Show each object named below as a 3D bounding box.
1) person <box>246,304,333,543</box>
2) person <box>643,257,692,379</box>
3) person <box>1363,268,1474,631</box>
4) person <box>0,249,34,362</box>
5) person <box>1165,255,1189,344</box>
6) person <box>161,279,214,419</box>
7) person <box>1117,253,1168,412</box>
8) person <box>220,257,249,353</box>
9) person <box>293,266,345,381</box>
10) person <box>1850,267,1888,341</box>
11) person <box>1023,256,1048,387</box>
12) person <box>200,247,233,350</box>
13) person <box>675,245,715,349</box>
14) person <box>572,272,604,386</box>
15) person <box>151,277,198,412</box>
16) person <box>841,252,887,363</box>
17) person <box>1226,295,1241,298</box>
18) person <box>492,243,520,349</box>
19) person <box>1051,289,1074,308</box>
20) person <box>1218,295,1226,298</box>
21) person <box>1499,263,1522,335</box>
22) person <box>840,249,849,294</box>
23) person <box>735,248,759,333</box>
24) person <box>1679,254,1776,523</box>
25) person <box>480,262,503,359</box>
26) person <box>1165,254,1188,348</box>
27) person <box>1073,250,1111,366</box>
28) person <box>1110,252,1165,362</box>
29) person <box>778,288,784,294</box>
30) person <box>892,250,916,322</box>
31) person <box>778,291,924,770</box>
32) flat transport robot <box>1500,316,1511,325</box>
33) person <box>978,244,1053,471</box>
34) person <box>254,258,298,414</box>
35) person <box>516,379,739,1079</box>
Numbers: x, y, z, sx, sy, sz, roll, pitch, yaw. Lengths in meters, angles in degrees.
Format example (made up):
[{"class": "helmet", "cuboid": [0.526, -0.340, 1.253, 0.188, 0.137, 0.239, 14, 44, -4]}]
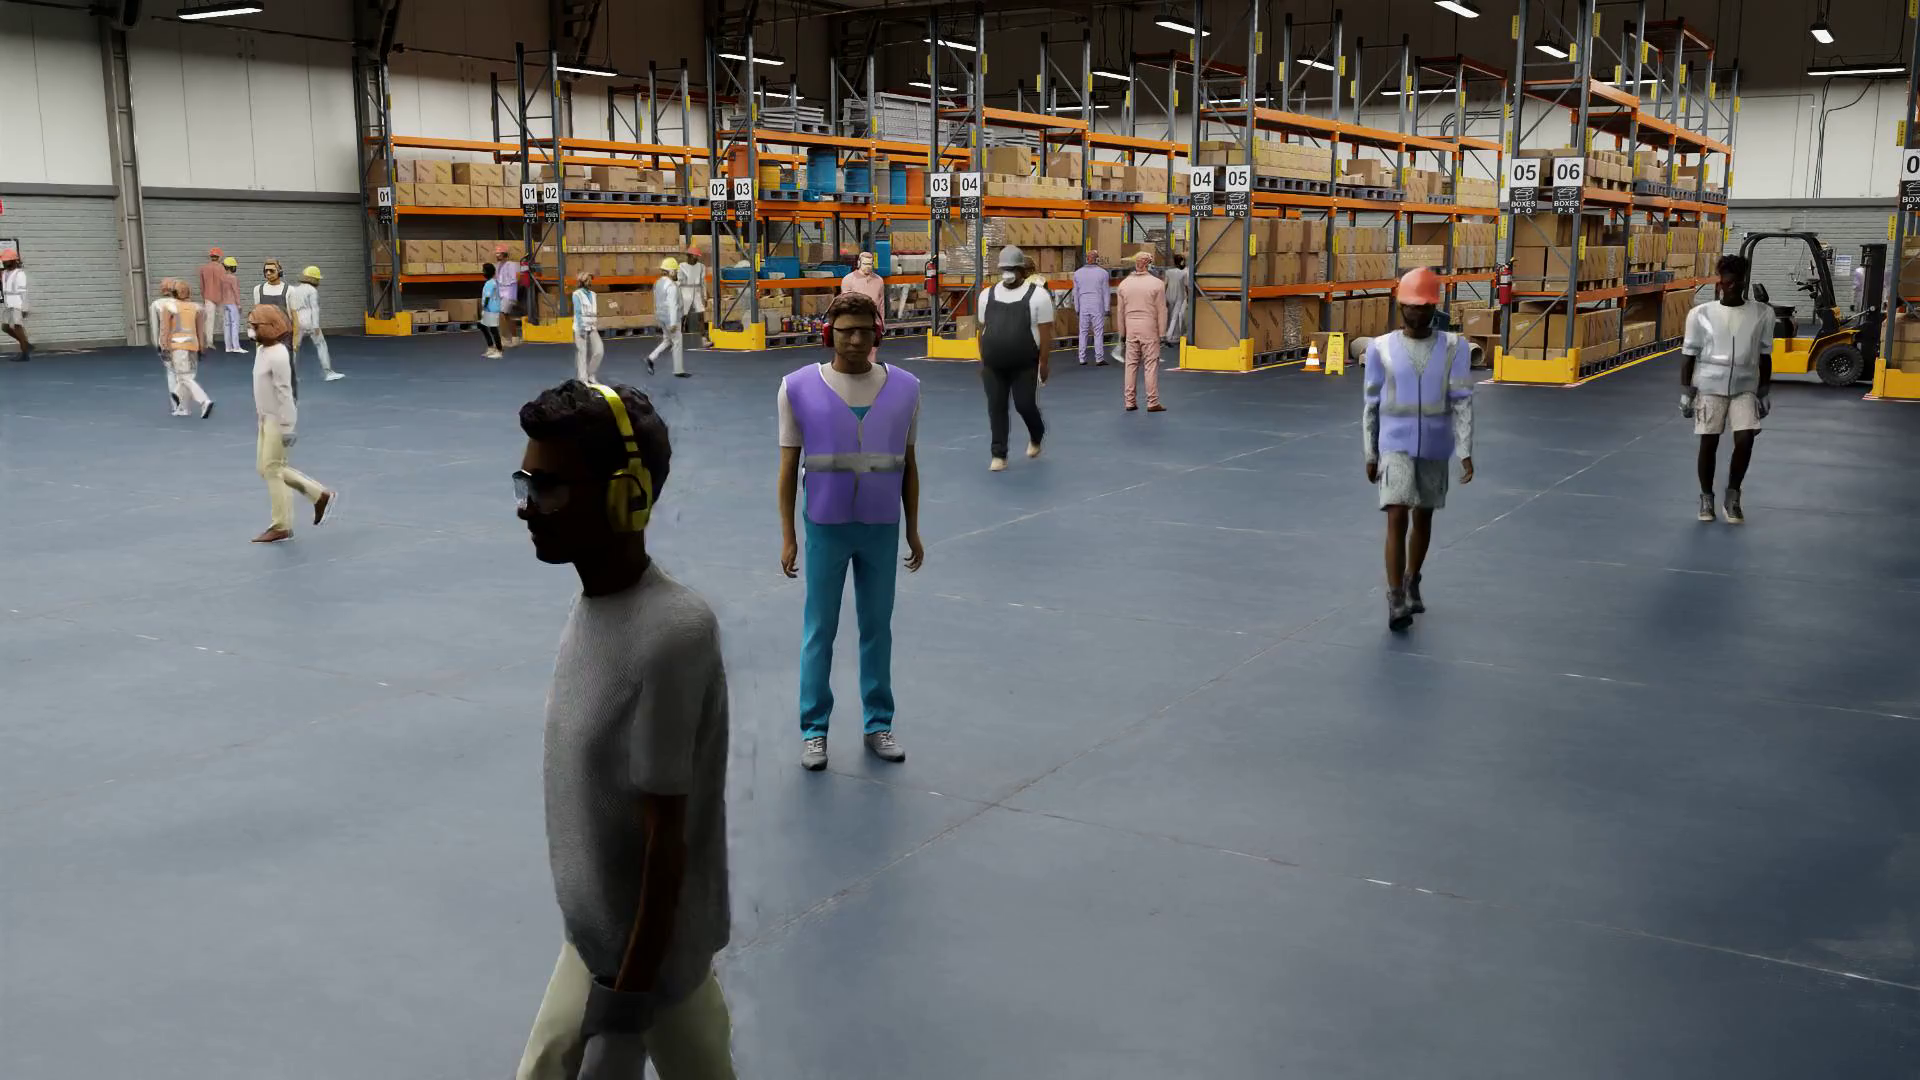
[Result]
[{"class": "person", "cuboid": [-4.597, -0.797, 11.322, 0.512, 1.615, 0.508, -7, 12, -34]}, {"class": "person", "cuboid": [-4.362, -3.298, 24.786, 0.639, 1.819, 0.604, -7, 12, -33]}, {"class": "person", "cuboid": [2.416, -0.480, 8.805, 0.555, 1.882, 0.979, 1, 10, 8]}, {"class": "person", "cuboid": [-16.153, -4.002, 28.431, 0.561, 1.922, 0.455, 5, 11, 27]}, {"class": "person", "cuboid": [4.505, -4.909, 33.886, 0.627, 1.808, 0.931, 8, 13, 38]}, {"class": "person", "cuboid": [-8.961, -2.210, 19.285, 0.759, 1.615, 0.522, 4, 11, 23]}, {"class": "person", "cuboid": [2.219, -2.500, 20.064, 0.639, 1.911, 0.402, 7, 12, 33]}, {"class": "person", "cuboid": [-13.431, -4.330, 30.711, 0.533, 1.768, 0.310, 7, 12, 34]}, {"class": "person", "cuboid": [-9.538, -3.157, 24.385, 0.511, 1.677, 0.780, 7, 12, 32]}, {"class": "person", "cuboid": [16.945, -4.458, 31.039, 0.613, 1.909, 0.445, 4, 11, 23]}, {"class": "person", "cuboid": [0.952, -3.060, 23.384, 0.623, 1.847, 0.429, 1, 10, 8]}, {"class": "person", "cuboid": [-14.254, -4.623, 31.870, 0.617, 1.951, 1.017, -1, 10, -6]}, {"class": "person", "cuboid": [-5.156, -4.667, 31.996, 0.718, 1.964, 1.052, -7, 12, -34]}, {"class": "person", "cuboid": [-5.220, -2.934, 23.290, 0.377, 1.623, 0.519, 5, 11, 27]}, {"class": "person", "cuboid": [-9.396, -2.332, 19.914, 0.532, 1.623, 0.425, 0, 10, -1]}, {"class": "person", "cuboid": [-1.285, -2.940, 22.552, 0.638, 1.903, 0.406, -6, 12, -29]}, {"class": "person", "cuboid": [5.634, -4.956, 33.796, 0.383, 1.916, 0.591, -9, 14, -42]}, {"class": "person", "cuboid": [-8.842, -4.690, 32.037, 0.800, 2.016, 0.630, -8, 13, -37]}, {"class": "person", "cuboid": [2.237, -5.314, 35.892, 0.583, 1.882, 0.337, 6, 12, 31]}, {"class": "person", "cuboid": [5.844, -5.294, 36.048, 0.654, 1.817, 0.679, 7, 12, 35]}, {"class": "person", "cuboid": [11.727, -5.231, 35.240, 0.639, 1.947, 0.594, -2, 10, -12]}, {"class": "person", "cuboid": [-2.808, -6.081, 40.192, 0.565, 1.883, 0.984, 4, 11, 22]}, {"class": "person", "cuboid": [-4.573, -5.265, 35.509, 0.632, 1.923, 0.528, 8, 13, 39]}, {"class": "person", "cuboid": [5.525, -1.077, 11.981, 0.627, 1.942, 0.591, 3, 11, 17]}, {"class": "person", "cuboid": [-8.270, -4.008, 29.135, 0.498, 1.681, 0.539, -3, 10, -15]}, {"class": "person", "cuboid": [4.220, -4.662, 32.442, 0.551, 1.819, 1.002, 8, 13, 39]}, {"class": "person", "cuboid": [2.201, -3.843, 27.592, 0.642, 1.909, 0.408, 5, 11, 24]}, {"class": "person", "cuboid": [3.012, -3.954, 28.274, 0.938, 1.890, 0.600, 0, 10, 2]}, {"class": "person", "cuboid": [-4.640, -6.843, 44.469, 0.566, 1.882, 1.017, 8, 13, 40]}, {"class": "person", "cuboid": [-1.415, -6.570, 43.058, 0.600, 1.828, 0.996, 5, 11, 26]}, {"class": "person", "cuboid": [-0.426, -0.040, 6.467, 0.571, 1.840, 0.373, -3, 11, -19]}, {"class": "flat transport robot", "cuboid": [13.413, -5.377, 40.761, 0.652, 0.197, 1.431, 1, 10, 4]}, {"class": "person", "cuboid": [0.488, -1.658, 14.977, 0.692, 2.000, 0.758, 3, 11, 19]}, {"class": "person", "cuboid": [-8.099, -2.407, 19.722, 0.507, 1.846, 0.346, -1, 10, -7]}, {"class": "person", "cuboid": [-0.480, 0.651, 2.660, 0.979, 1.831, 0.520, -7, 12, -35]}]
